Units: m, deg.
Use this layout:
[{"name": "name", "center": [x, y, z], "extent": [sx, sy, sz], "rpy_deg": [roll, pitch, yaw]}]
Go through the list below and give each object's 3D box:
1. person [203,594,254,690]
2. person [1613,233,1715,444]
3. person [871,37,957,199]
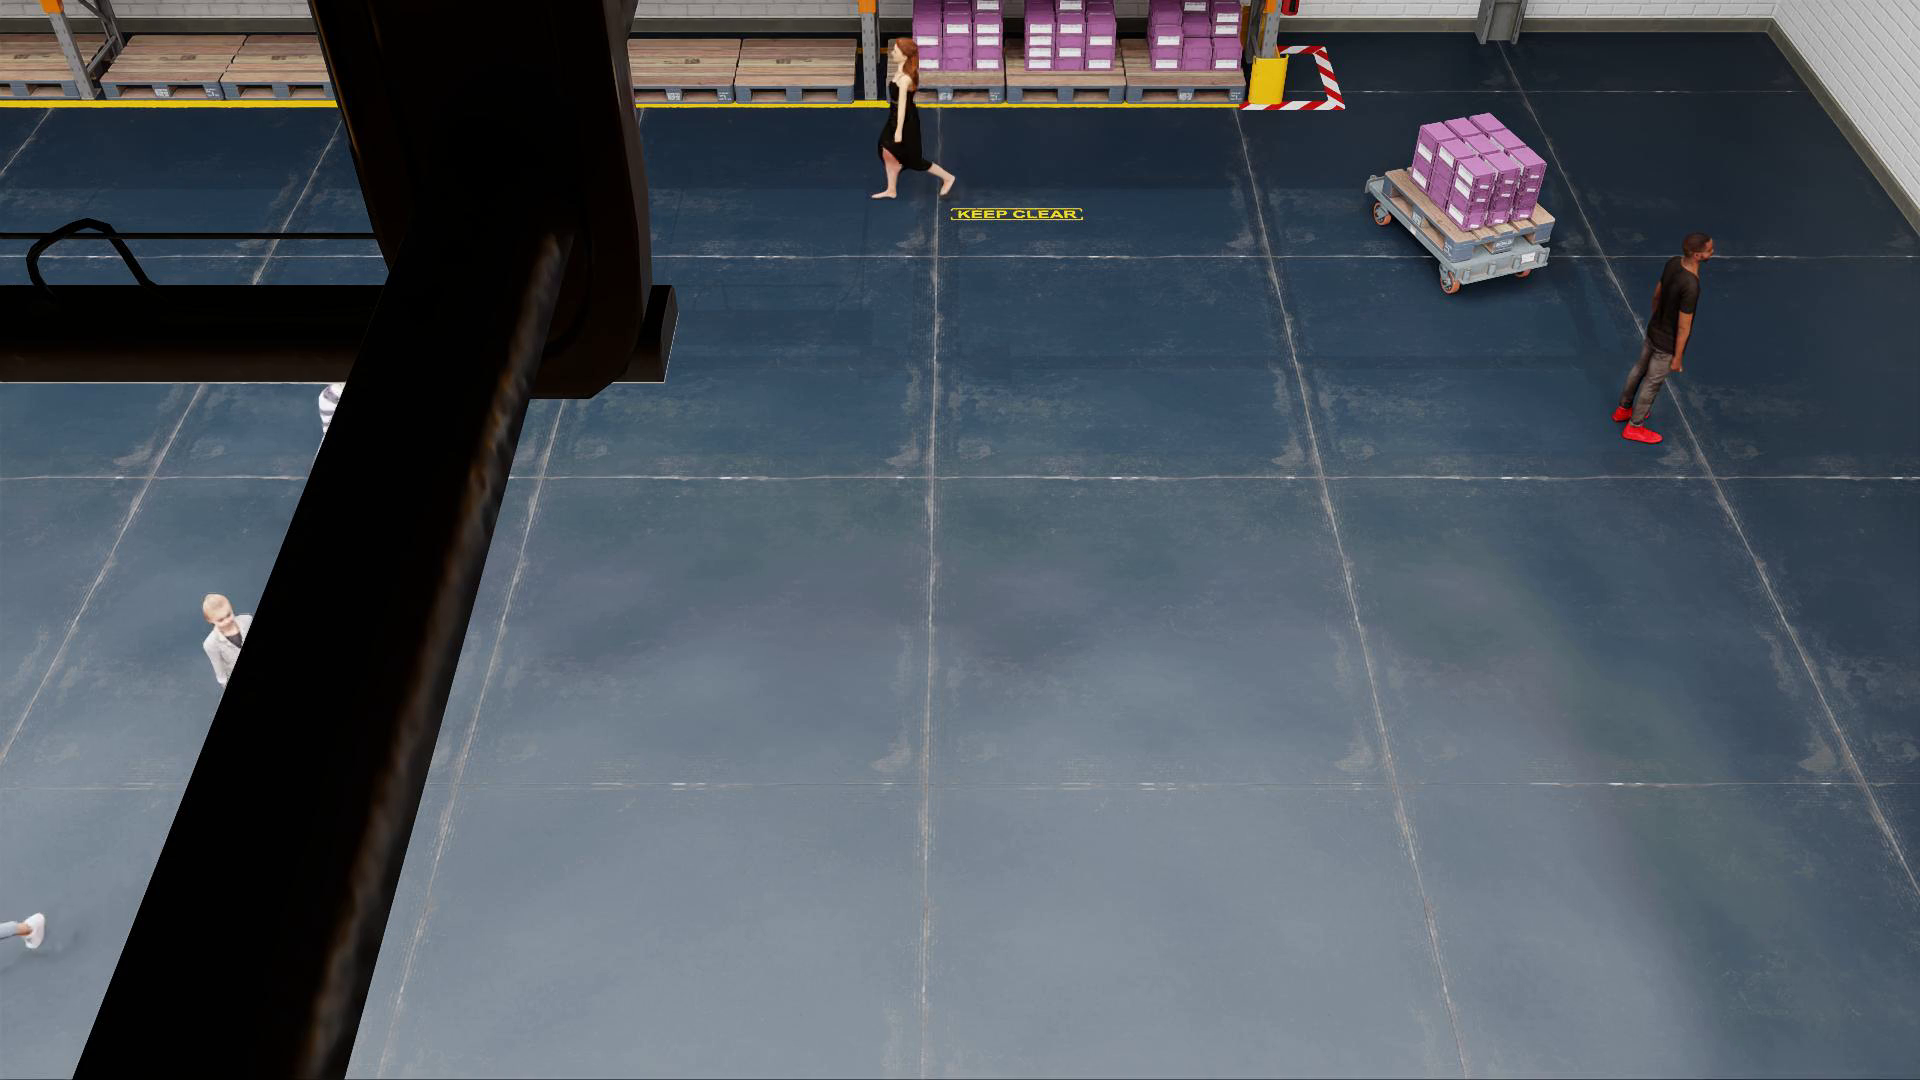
[{"name": "person", "center": [-4.530, 0.795, 10.520], "extent": [0.919, 1.256, 0.828], "rpy_deg": [30, 51, 28]}, {"name": "person", "center": [5.332, -1.549, 12.582], "extent": [0.528, 1.805, 0.654], "rpy_deg": [-2, 44, -2]}, {"name": "person", "center": [-0.409, -3.764, 15.057], "extent": [1.036, 1.599, 0.657], "rpy_deg": [-6, 44, -6]}]
